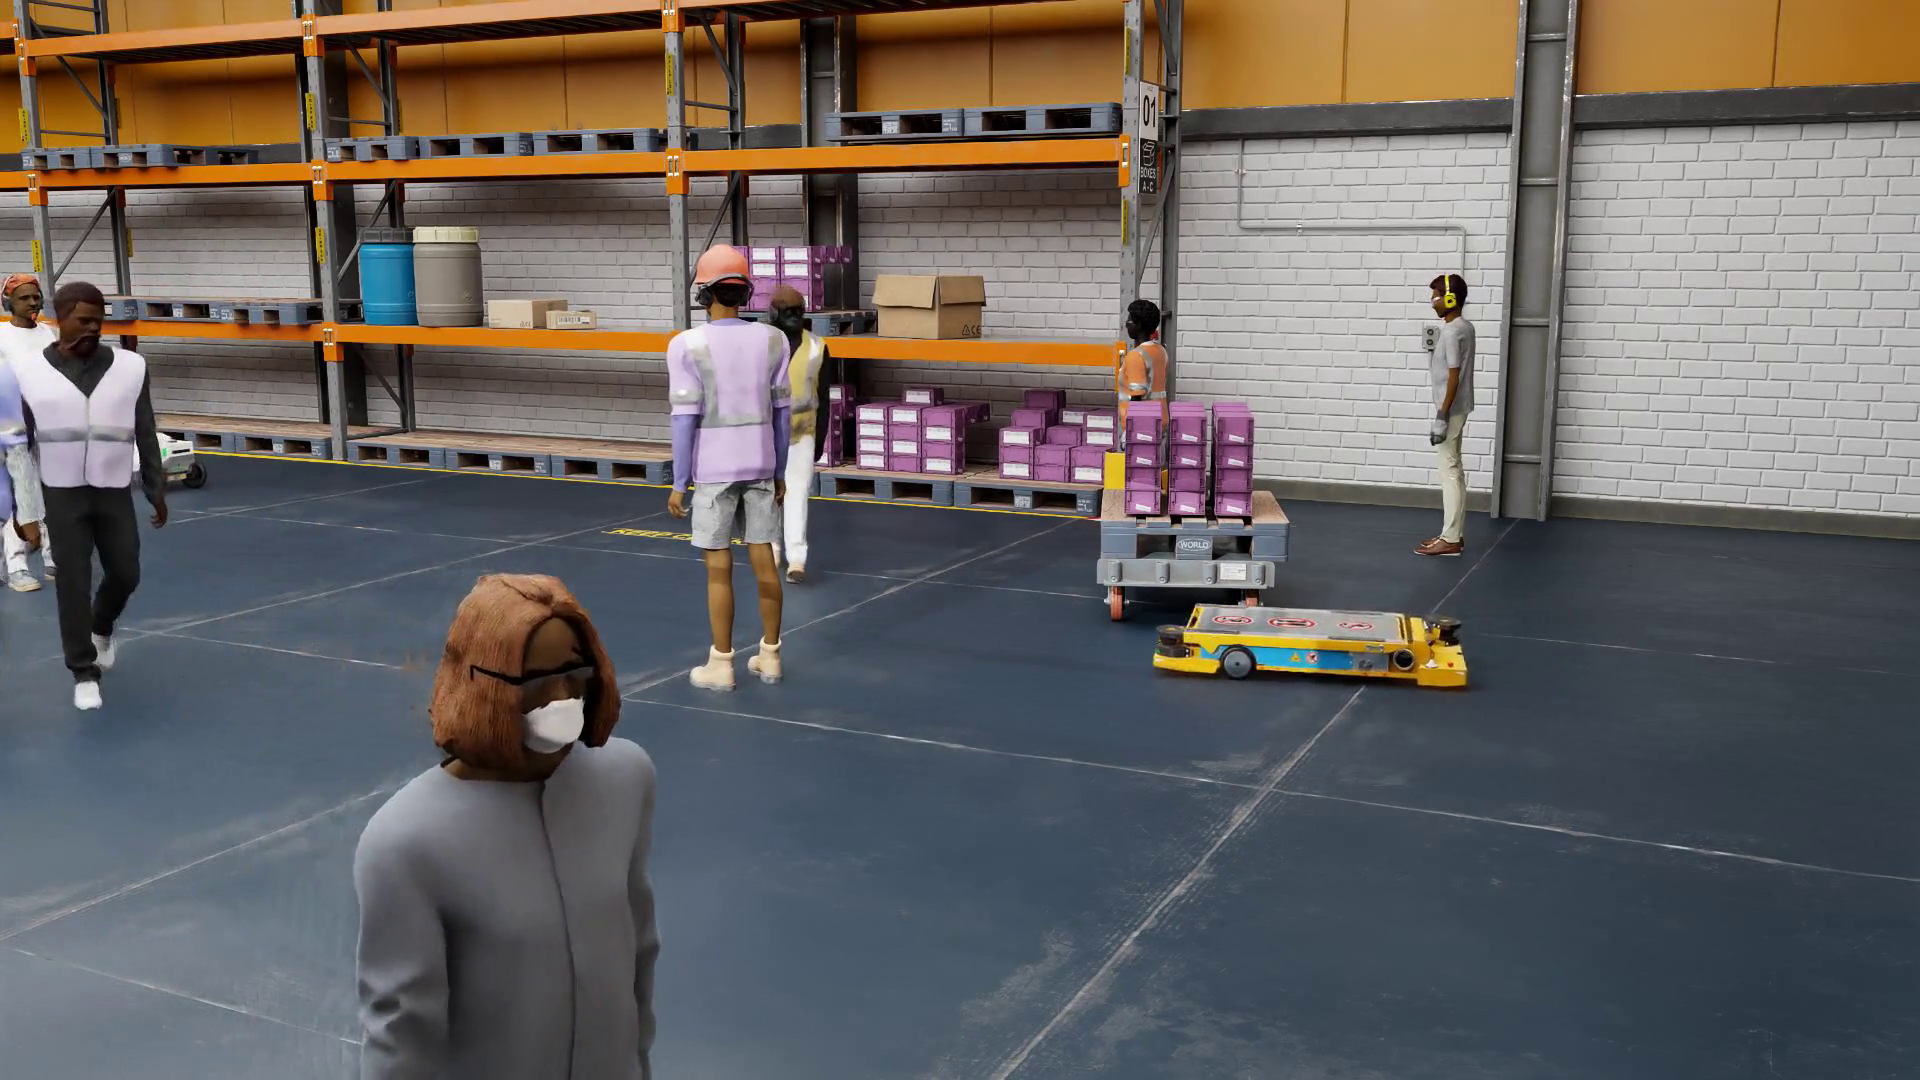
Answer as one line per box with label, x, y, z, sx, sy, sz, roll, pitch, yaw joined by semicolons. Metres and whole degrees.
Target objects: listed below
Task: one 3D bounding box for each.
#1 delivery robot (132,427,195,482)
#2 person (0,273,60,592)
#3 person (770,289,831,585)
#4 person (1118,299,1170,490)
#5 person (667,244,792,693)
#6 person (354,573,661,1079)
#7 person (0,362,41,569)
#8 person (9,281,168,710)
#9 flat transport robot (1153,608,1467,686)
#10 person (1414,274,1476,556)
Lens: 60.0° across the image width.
delivery robot;-6.806;-0.732;13.988;0.707;0.478;0.477;4;11;23
person;-5.559;-0.646;9.964;0.354;1.883;0.572;5;11;28
person;-1.101;-0.641;10.220;0.629;1.780;1.016;-1;10;-7
person;1.210;-0.741;11.034;0.320;1.697;0.531;5;11;26
person;-1.063;-0.322;7.646;0.605;2.045;0.387;-7;12;-33
person;-0.649;0.818;2.405;0.841;1.593;0.514;9;13;41
person;-4.136;-0.103;6.785;0.612;1.898;0.683;-1;10;-4
person;-3.970;-0.225;7.541;0.627;1.892;0.680;-8;13;-40
flat transport robot;1.688;0.495;8.040;1.431;0.197;0.652;2;10;13
person;3.231;-0.822;11.035;0.328;1.862;0.521;5;11;26
